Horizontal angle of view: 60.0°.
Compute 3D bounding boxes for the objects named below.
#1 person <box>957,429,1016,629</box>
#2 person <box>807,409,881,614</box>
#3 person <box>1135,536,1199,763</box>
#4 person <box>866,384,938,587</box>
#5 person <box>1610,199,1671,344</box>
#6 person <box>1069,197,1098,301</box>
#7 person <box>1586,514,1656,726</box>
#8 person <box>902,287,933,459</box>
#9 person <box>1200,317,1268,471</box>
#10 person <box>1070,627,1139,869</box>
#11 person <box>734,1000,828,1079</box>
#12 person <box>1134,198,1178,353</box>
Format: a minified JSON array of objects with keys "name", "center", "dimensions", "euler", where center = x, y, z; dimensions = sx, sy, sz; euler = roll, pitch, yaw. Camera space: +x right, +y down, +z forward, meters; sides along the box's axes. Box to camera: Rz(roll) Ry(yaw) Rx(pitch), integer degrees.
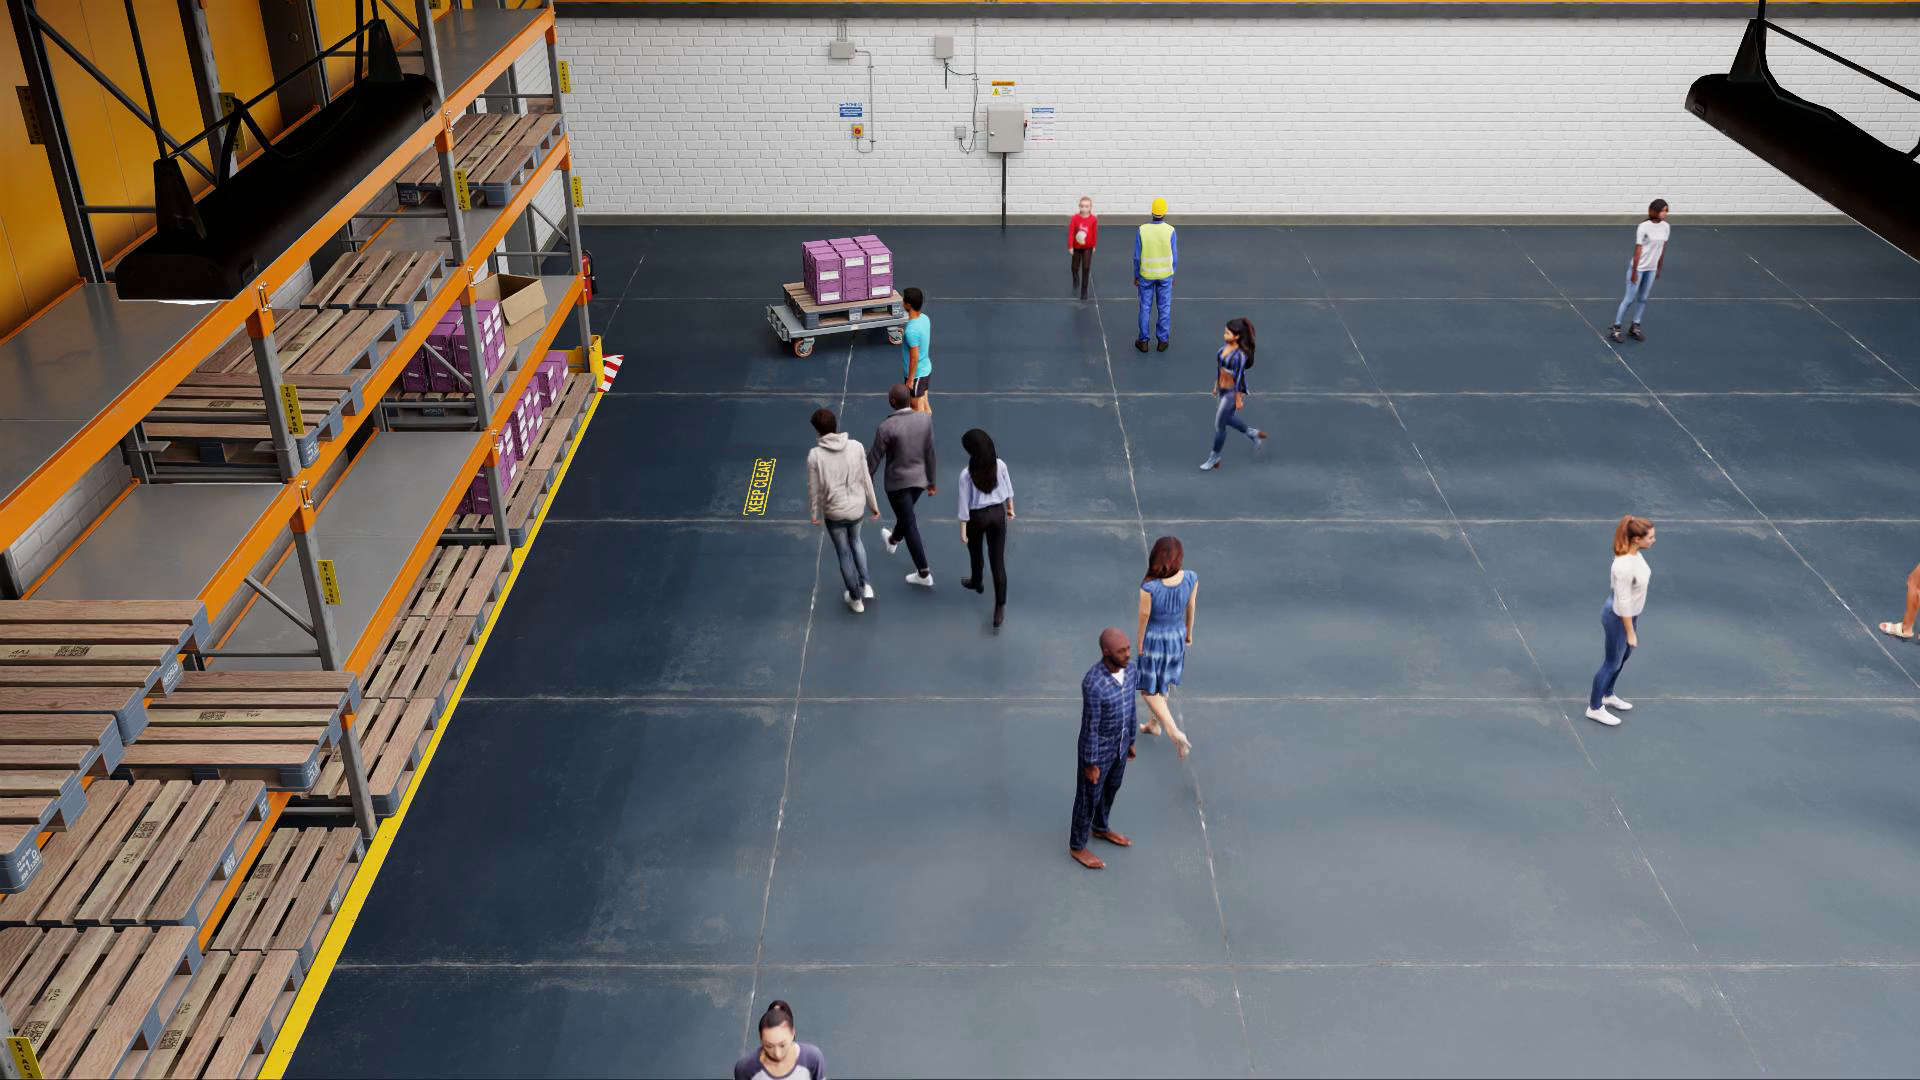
[{"name":"person","center":[0.232,-0.073,13.803],"dimensions":[1.011,1.695,1.185],"euler":[-11,30,-19]},{"name":"person","center":[-0.953,-0.185,13.883],"dimensions":[0.868,1.813,0.851],"euler":[-10,30,-17]},{"name":"person","center":[1.503,0.837,12.041],"dimensions":[0.905,1.782,1.089],"euler":[-13,31,-22]},{"name":"person","center":[-0.418,-0.423,14.381],"dimensions":[1.152,1.755,1.324],"euler":[-19,34,-30]},{"name":"person","center":[7.977,-3.156,19.429],"dimensions":[0.632,1.718,0.614],"euler":[-7,29,-13]},{"name":"person","center":[1.534,-3.697,20.899],"dimensions":[0.525,1.260,0.871],"euler":[2,29,3]},{"name":"person","center":[4.947,0.599,12.547],"dimensions":[0.791,1.716,0.697],"euler":[16,33,27]},{"name":"person","center":[-0.419,-1.682,16.666],"dimensions":[0.711,1.776,0.522],"euler":[5,29,10]},{"name":"person","center":[2.725,-1.449,16.427],"dimensions":[0.846,1.597,0.967],"euler":[-9,30,-16]},{"name":"person","center":[0.951,1.350,11.070],"dimensions":[0.801,1.814,0.729],"euler":[23,36,36]},{"name":"person","center":[-0.886,2.946,8.350],"dimensions":[0.747,1.616,1.062],"euler":[-6,29,-11]},{"name":"person","center":[2.246,-3.057,19.148],"dimensions":[0.645,1.813,0.559],"euler":[0,29,0]}]
